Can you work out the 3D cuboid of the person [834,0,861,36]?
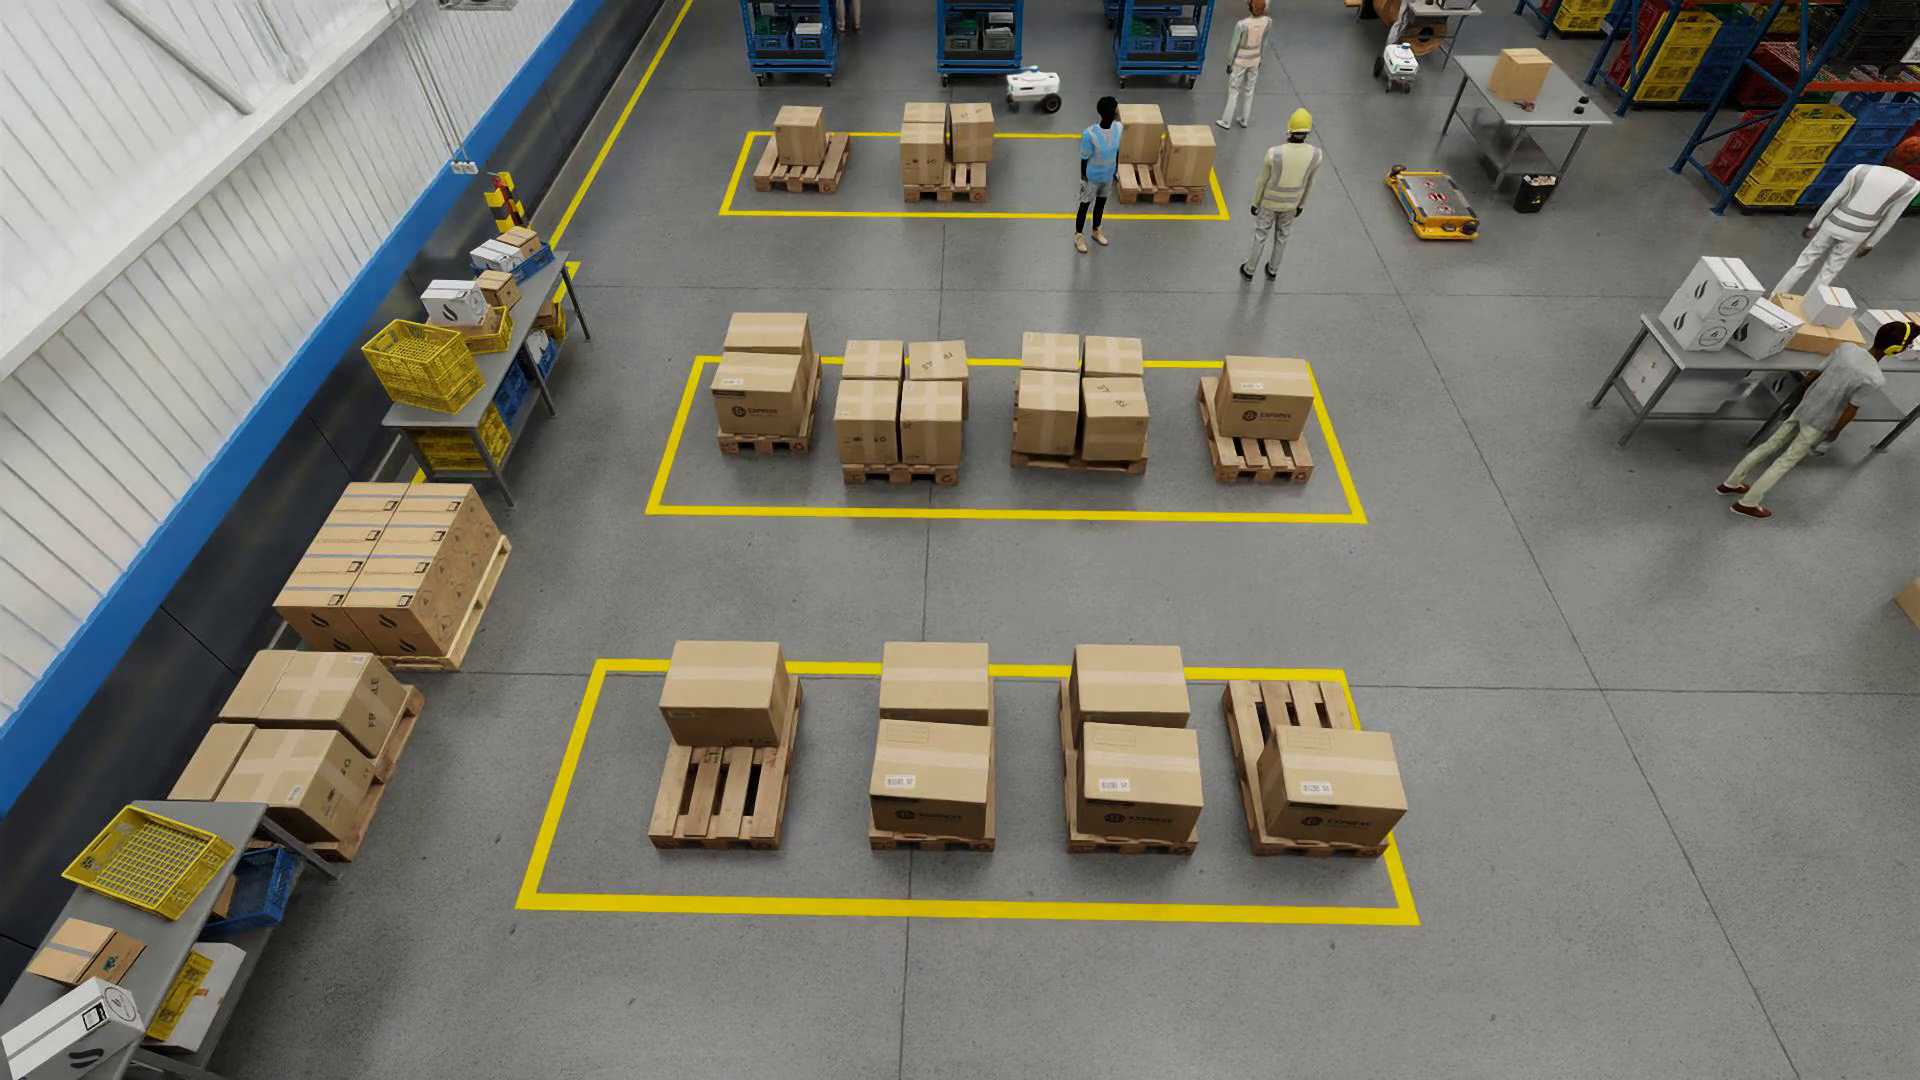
[{"bbox_3d":[-1.768,-8.846,14.053,0.631,1.980,0.412,-20,52,-16],"label":"person"}]

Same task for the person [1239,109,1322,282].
[{"bbox_3d":[3.337,-3.555,9.575,0.584,1.824,0.403,-1,49,-1],"label":"person"}]

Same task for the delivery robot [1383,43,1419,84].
[{"bbox_3d":[6.373,-6.919,13.258,0.477,0.478,0.707,4,49,4],"label":"delivery robot"}]

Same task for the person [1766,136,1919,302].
[{"bbox_3d":[8.780,-3.060,9.104,0.337,1.882,0.584,-36,58,-27],"label":"person"}]

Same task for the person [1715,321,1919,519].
[{"bbox_3d":[6.789,-0.956,7.293,0.311,1.869,0.530,1,49,1],"label":"person"}]

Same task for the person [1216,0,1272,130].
[{"bbox_3d":[3.747,-6.265,12.045,0.516,1.633,0.317,-11,50,-9],"label":"person"}]

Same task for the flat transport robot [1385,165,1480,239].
[{"bbox_3d":[5.692,-4.094,11.059,0.652,0.197,1.431,1,49,1],"label":"flat transport robot"}]

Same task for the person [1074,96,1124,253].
[{"bbox_3d":[1.520,-3.994,10.035,0.532,1.697,0.319,-24,53,-19],"label":"person"}]

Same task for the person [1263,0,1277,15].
[{"bbox_3d":[5.219,-9.535,14.766,0.648,1.795,0.857,33,57,25],"label":"person"}]

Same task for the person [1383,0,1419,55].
[{"bbox_3d":[6.576,-7.902,13.270,0.371,1.931,0.626,21,52,17],"label":"person"}]

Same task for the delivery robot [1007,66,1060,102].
[{"bbox_3d":[1.013,-6.323,12.738,0.707,0.478,0.477,-7,49,-5],"label":"delivery robot"}]
